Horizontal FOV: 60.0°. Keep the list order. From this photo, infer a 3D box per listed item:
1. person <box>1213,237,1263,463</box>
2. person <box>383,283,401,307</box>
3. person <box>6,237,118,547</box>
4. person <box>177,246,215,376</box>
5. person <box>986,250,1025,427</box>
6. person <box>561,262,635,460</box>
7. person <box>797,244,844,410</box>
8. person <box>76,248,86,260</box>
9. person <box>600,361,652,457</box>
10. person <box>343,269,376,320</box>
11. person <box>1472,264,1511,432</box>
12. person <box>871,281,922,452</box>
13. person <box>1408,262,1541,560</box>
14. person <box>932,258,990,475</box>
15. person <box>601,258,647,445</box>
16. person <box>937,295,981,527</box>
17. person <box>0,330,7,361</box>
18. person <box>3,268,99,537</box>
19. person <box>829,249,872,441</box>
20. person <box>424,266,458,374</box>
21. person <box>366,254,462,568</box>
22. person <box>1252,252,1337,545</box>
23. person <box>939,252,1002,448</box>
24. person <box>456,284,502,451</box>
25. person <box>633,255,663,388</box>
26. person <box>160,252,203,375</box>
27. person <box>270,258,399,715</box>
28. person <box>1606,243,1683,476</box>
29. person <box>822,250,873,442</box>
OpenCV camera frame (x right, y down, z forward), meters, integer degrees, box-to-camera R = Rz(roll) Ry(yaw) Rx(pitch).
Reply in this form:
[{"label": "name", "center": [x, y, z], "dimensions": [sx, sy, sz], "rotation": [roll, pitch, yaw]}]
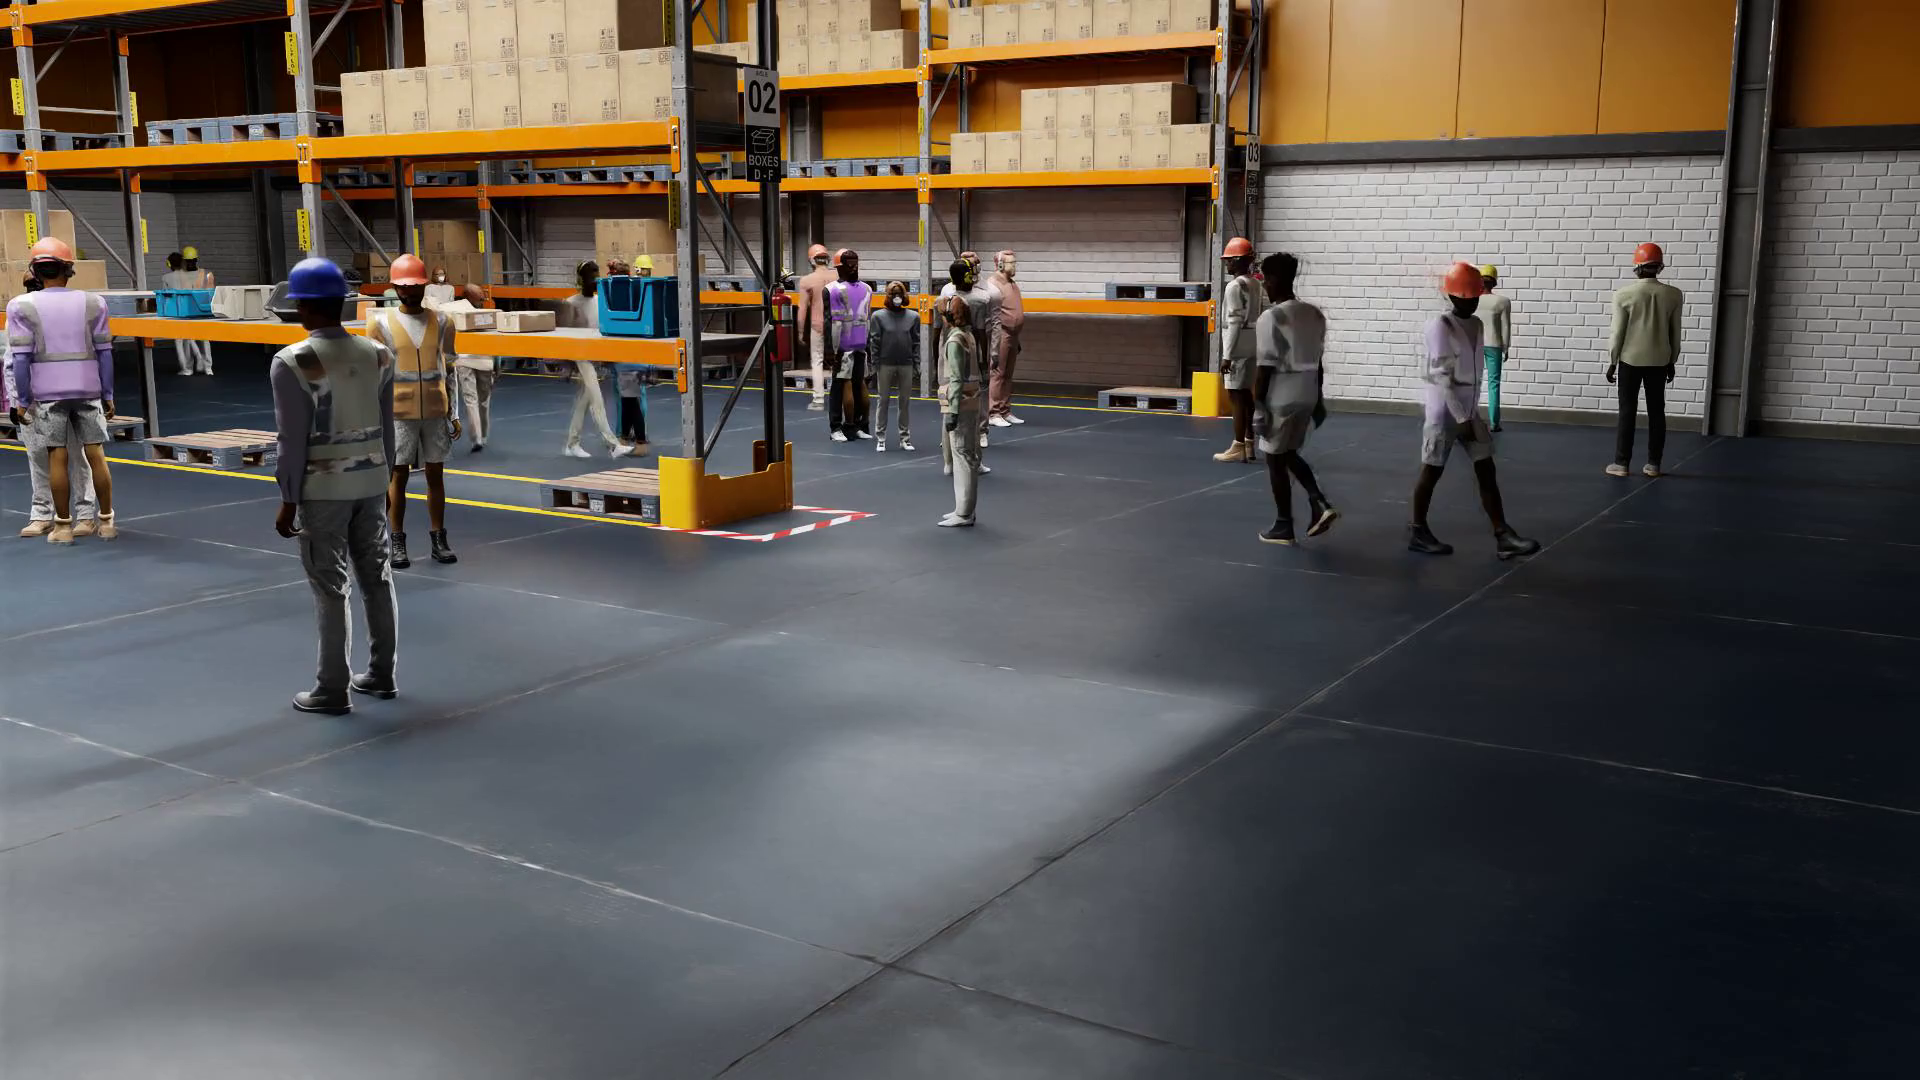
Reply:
[{"label": "person", "center": [2.521, -1.723, 15.170], "dimensions": [0.383, 2.041, 0.616], "rotation": [6, 12, 30]}, {"label": "person", "center": [-7.838, -2.998, 23.397], "dimensions": [0.510, 1.618, 0.355], "rotation": [-3, 11, -15]}, {"label": "person", "center": [-5.945, -0.976, 11.045], "dimensions": [0.608, 2.040, 0.394], "rotation": [-8, 13, -38]}, {"label": "person", "center": [-11.419, -3.407, 24.826], "dimensions": [0.594, 1.924, 0.382], "rotation": [-4, 11, -22]}, {"label": "person", "center": [0.494, -2.197, 18.165], "dimensions": [0.411, 1.913, 0.643], "rotation": [5, 11, 26]}, {"label": "person", "center": [-3.328, -1.634, 15.306], "dimensions": [0.946, 1.814, 0.529], "rotation": [6, 12, 28]}, {"label": "person", "center": [-1.616, -2.520, 19.794], "dimensions": [0.674, 1.967, 0.525], "rotation": [-5, 11, -24]}, {"label": "person", "center": [-15.073, -4.069, 28.626], "dimensions": [0.598, 1.887, 0.963], "rotation": [1, 10, 5]}, {"label": "person", "center": [-3.199, -1.617, 15.594], "dimensions": [0.678, 1.676, 0.548], "rotation": [4, 11, 22]}, {"label": "person", "center": [-6.801, -2.199, 18.777], "dimensions": [0.320, 1.691, 0.537], "rotation": [5, 12, 27]}, {"label": "person", "center": [5.547, -2.023, 17.599], "dimensions": [0.523, 1.769, 0.321], "rotation": [4, 11, 20]}, {"label": "person", "center": [-0.611, -1.659, 15.951], "dimensions": [0.501, 1.633, 0.285], "rotation": [-3, 11, -15]}, {"label": "person", "center": [3.189, -0.783, 10.411], "dimensions": [0.546, 1.878, 0.945], "rotation": [-8, 13, -36]}, {"label": "person", "center": [0.008, -1.481, 14.335], "dimensions": [0.521, 1.864, 0.336], "rotation": [4, 11, 19]}, {"label": "person", "center": [-3.308, -1.854, 16.455], "dimensions": [0.389, 1.842, 0.566], "rotation": [7, 12, 34]}, {"label": "person", "center": [-0.008, -0.908, 11.783], "dimensions": [0.314, 1.636, 0.515], "rotation": [2, 10, 10]}, {"label": "person", "center": [-11.218, -2.346, 19.511], "dimensions": [0.521, 1.725, 0.515], "rotation": [8, 13, 38]}, {"label": "person", "center": [-6.202, -0.935, 11.366], "dimensions": [0.622, 1.845, 0.429], "rotation": [-1, 10, -4]}, {"label": "person", "center": [-1.135, -1.965, 16.812], "dimensions": [0.376, 1.934, 0.548], "rotation": [9, 13, 40]}, {"label": "person", "center": [-7.792, -3.291, 24.993], "dimensions": [0.277, 1.633, 0.507], "rotation": [9, 14, 42]}, {"label": "person", "center": [-3.367, -0.794, 10.320], "dimensions": [0.552, 1.934, 0.373], "rotation": [-6, 12, -30]}, {"label": "person", "center": [2.171, -0.913, 10.966], "dimensions": [0.634, 1.938, 0.482], "rotation": [-9, 13, -40]}, {"label": "person", "center": [0.078, -1.847, 16.231], "dimensions": [0.636, 1.911, 0.405], "rotation": [3, 11, 14]}, {"label": "person", "center": [-4.709, -1.675, 16.139], "dimensions": [0.522, 1.598, 0.853], "rotation": [-5, 11, -24]}, {"label": "person", "center": [-4.343, -3.001, 22.876], "dimensions": [0.403, 1.824, 0.585], "rotation": [4, 11, 19]}, {"label": "person", "center": [-11.581, -3.351, 24.762], "dimensions": [0.503, 1.846, 0.533], "rotation": [-10, 14, -44]}, {"label": "person", "center": [-2.678, -0.226, 7.145], "dimensions": [0.396, 1.946, 0.605], "rotation": [5, 12, 27]}, {"label": "person", "center": [5.858, -1.538, 14.271], "dimensions": [0.612, 1.997, 0.376], "rotation": [0, 10, 0]}, {"label": "person", "center": [-1.129, -1.954, 16.795], "dimensions": [0.599, 1.917, 0.377], "rotation": [-9, 14, -41]}]
